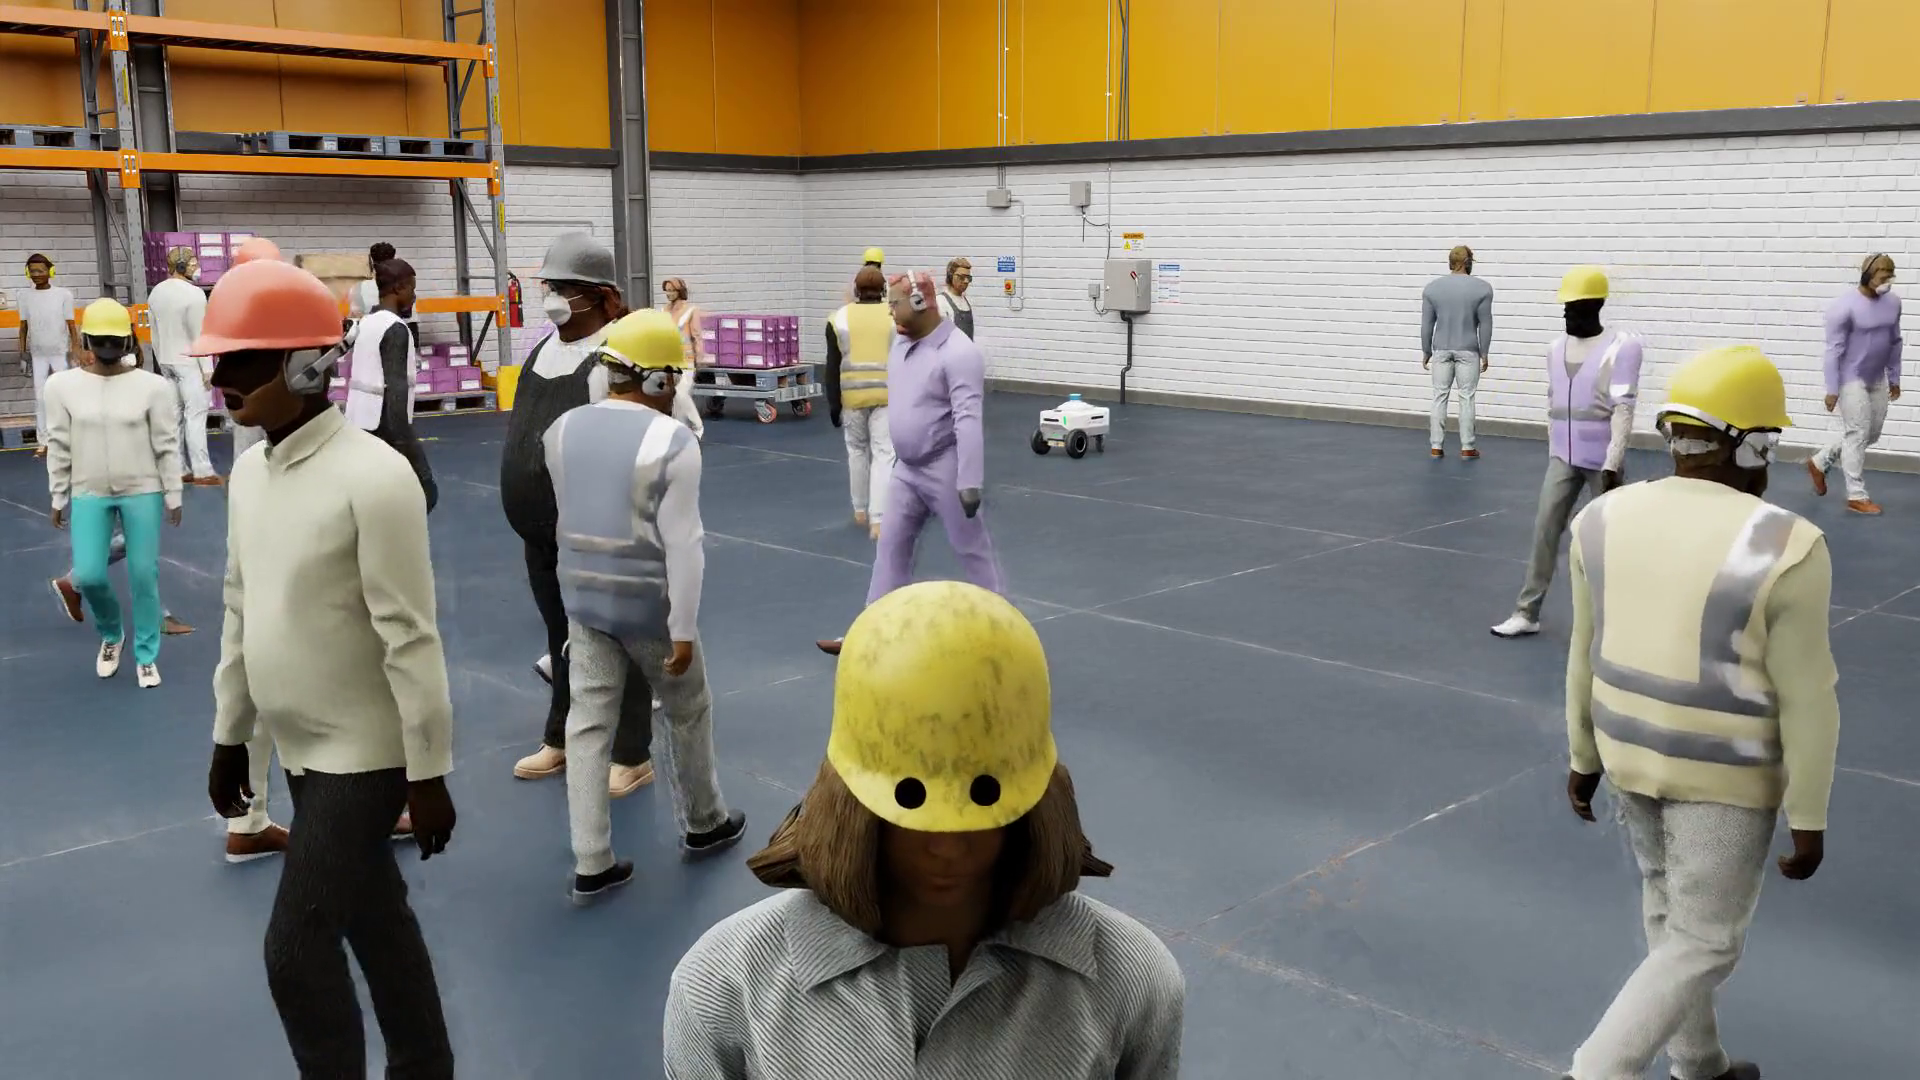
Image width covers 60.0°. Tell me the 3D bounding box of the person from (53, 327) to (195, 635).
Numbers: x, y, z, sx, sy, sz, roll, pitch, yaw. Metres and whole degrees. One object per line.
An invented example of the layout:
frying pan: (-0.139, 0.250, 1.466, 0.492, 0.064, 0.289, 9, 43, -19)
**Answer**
person: (-4.288, -0.307, 8.403, 0.698, 1.604, 0.508, 1, 10, 3)

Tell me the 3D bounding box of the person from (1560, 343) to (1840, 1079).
person: (1.548, 0.481, 3.581, 0.816, 1.803, 0.599, -6, 12, -29)

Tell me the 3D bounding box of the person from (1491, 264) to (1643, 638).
person: (3.184, -0.445, 8.423, 0.975, 1.885, 0.604, -6, 12, -31)

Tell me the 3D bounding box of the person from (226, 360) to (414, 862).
person: (-2.099, 0.121, 5.442, 0.779, 1.834, 0.521, -7, 12, -33)

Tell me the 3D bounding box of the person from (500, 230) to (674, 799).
person: (-1.388, -0.088, 6.022, 0.684, 2.000, 0.538, 8, 13, 37)

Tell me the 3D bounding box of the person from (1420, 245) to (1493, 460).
person: (4.477, -1.687, 15.033, 0.629, 1.937, 0.379, 6, 12, 28)

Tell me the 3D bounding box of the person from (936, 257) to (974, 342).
person: (-0.044, -1.391, 13.677, 0.348, 1.842, 0.505, 5, 12, 27)

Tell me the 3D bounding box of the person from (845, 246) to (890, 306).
person: (-0.917, -2.111, 17.405, 0.593, 1.908, 0.650, 1, 10, 6)

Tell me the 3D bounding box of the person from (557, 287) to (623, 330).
person: (-1.931, -0.496, 8.567, 0.445, 1.923, 0.580, -3, 11, -14)

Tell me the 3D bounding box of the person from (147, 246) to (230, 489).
person: (-6.204, -1.375, 13.329, 0.629, 1.937, 0.379, 6, 12, 30)

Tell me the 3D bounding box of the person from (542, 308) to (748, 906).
person: (-0.972, 0.181, 5.215, 0.601, 1.789, 0.845, 4, 11, 22)

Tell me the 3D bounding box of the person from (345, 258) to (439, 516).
person: (-3.173, -0.609, 9.255, 0.445, 1.895, 0.609, -8, 13, -37)

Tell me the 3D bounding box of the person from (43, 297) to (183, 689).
person: (-3.743, -0.195, 7.393, 0.542, 1.750, 0.367, -4, 11, -23)

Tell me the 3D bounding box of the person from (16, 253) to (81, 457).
person: (-8.319, -1.677, 15.201, 0.509, 1.860, 0.318, -2, 11, -10)

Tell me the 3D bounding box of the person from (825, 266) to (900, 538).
person: (-0.570, -0.956, 11.387, 0.645, 1.801, 0.892, 1, 10, 4)

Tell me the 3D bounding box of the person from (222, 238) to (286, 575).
person: (-4.002, -0.739, 9.680, 0.724, 2.000, 0.688, -3, 11, -17)

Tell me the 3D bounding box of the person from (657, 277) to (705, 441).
person: (-2.690, -1.683, 15.854, 0.513, 1.629, 0.367, 7, 12, 33)

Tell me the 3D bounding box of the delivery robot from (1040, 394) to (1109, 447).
delivery robot: (1.066, -1.107, 15.380, 0.477, 0.478, 0.707, 9, 14, 42)

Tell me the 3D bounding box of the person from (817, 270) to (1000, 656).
person: (-0.170, -0.309, 7.735, 0.853, 1.853, 0.722, -8, 13, -39)

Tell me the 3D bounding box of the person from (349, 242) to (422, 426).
person: (-5.175, -1.697, 15.032, 0.614, 1.952, 0.366, 0, 10, 0)

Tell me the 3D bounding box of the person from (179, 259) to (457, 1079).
person: (-1.346, 0.432, 3.380, 0.649, 1.964, 0.741, 10, 14, 43)

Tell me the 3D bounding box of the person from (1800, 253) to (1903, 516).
person: (6.518, -1.151, 12.210, 0.698, 1.903, 0.712, -4, 11, -21)

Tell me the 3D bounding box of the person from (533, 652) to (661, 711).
person: (-1.495, -0.033, 6.852, 0.429, 1.616, 0.541, -3, 11, -17)

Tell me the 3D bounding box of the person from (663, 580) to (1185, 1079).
person: (-0.030, 0.885, 1.542, 0.483, 1.739, 0.309, -1, 10, -6)
